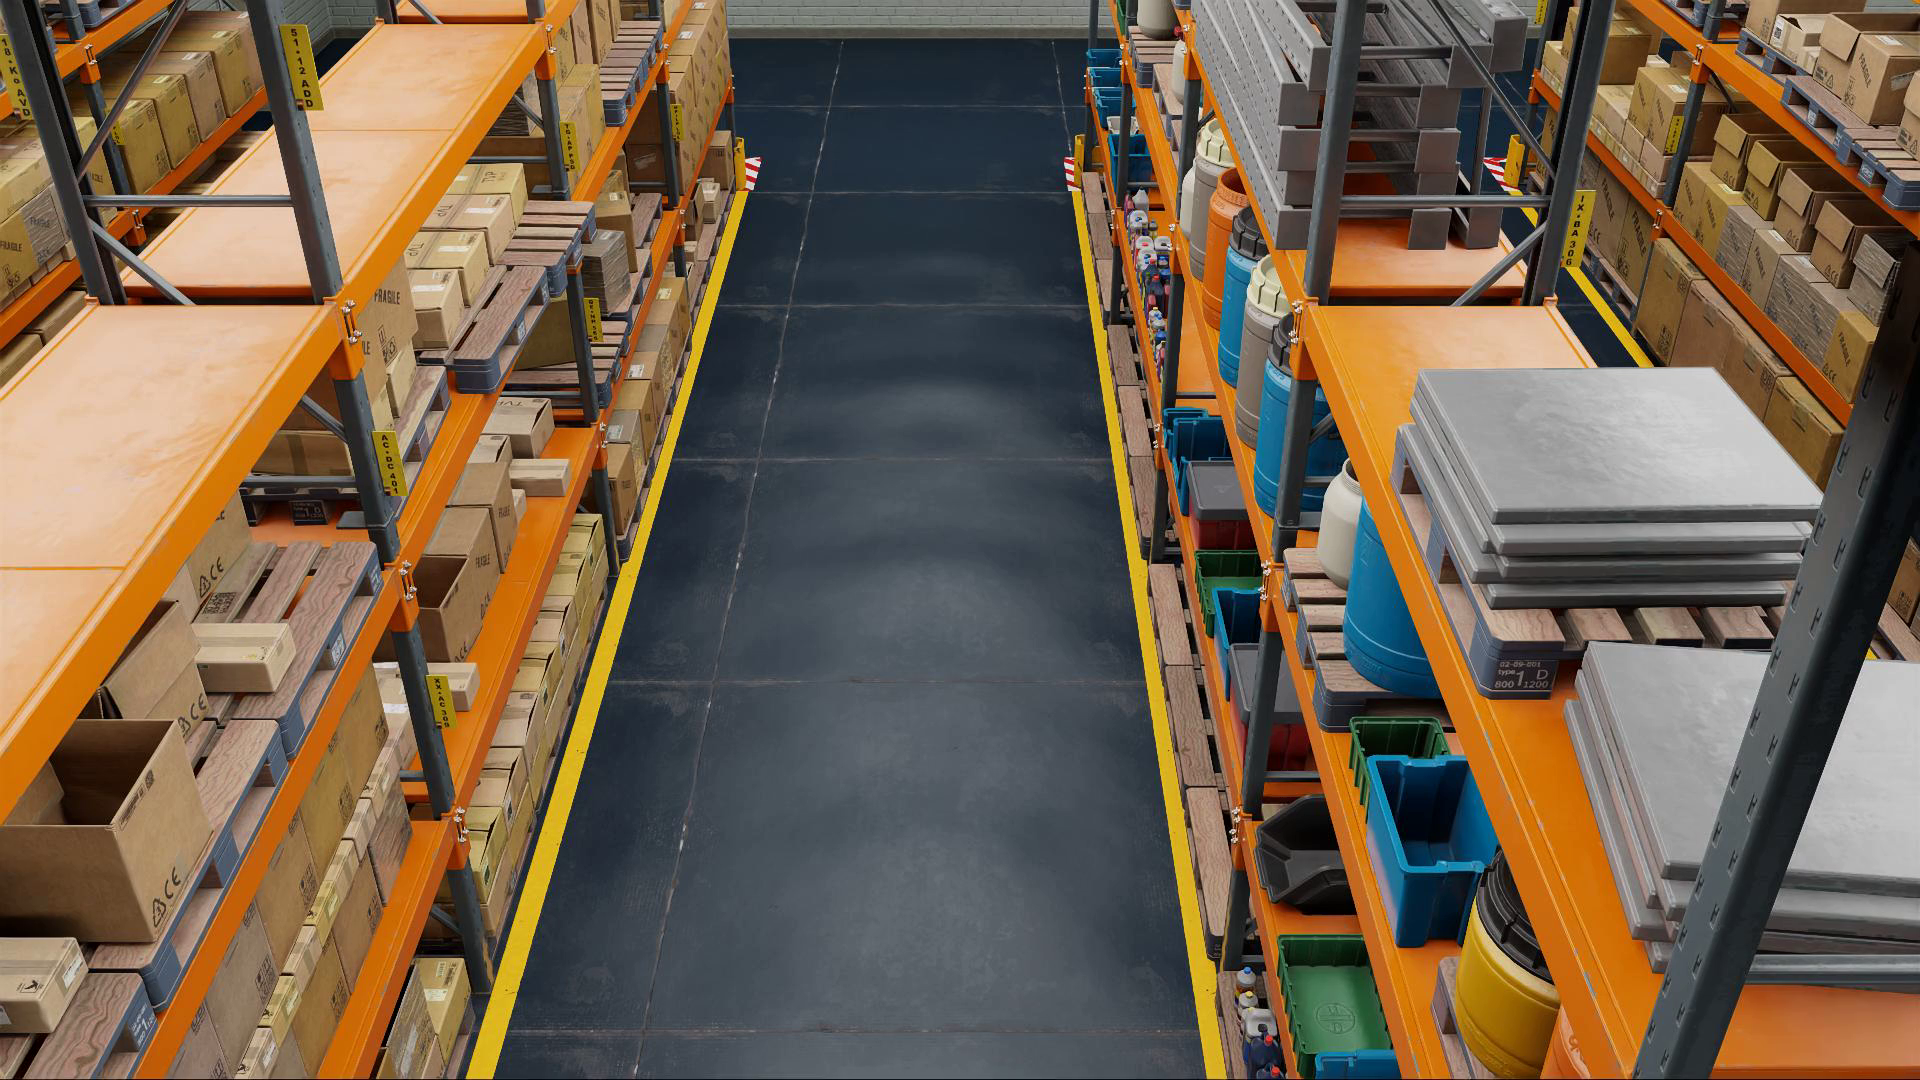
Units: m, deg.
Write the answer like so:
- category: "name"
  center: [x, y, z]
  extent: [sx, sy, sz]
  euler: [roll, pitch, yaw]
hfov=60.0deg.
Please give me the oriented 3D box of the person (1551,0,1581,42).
- category: "person"
  center: [7.939, -7.009, 21.854]
  extent: [0.819, 1.865, 0.640]
  euler: [-10, 34, -15]
